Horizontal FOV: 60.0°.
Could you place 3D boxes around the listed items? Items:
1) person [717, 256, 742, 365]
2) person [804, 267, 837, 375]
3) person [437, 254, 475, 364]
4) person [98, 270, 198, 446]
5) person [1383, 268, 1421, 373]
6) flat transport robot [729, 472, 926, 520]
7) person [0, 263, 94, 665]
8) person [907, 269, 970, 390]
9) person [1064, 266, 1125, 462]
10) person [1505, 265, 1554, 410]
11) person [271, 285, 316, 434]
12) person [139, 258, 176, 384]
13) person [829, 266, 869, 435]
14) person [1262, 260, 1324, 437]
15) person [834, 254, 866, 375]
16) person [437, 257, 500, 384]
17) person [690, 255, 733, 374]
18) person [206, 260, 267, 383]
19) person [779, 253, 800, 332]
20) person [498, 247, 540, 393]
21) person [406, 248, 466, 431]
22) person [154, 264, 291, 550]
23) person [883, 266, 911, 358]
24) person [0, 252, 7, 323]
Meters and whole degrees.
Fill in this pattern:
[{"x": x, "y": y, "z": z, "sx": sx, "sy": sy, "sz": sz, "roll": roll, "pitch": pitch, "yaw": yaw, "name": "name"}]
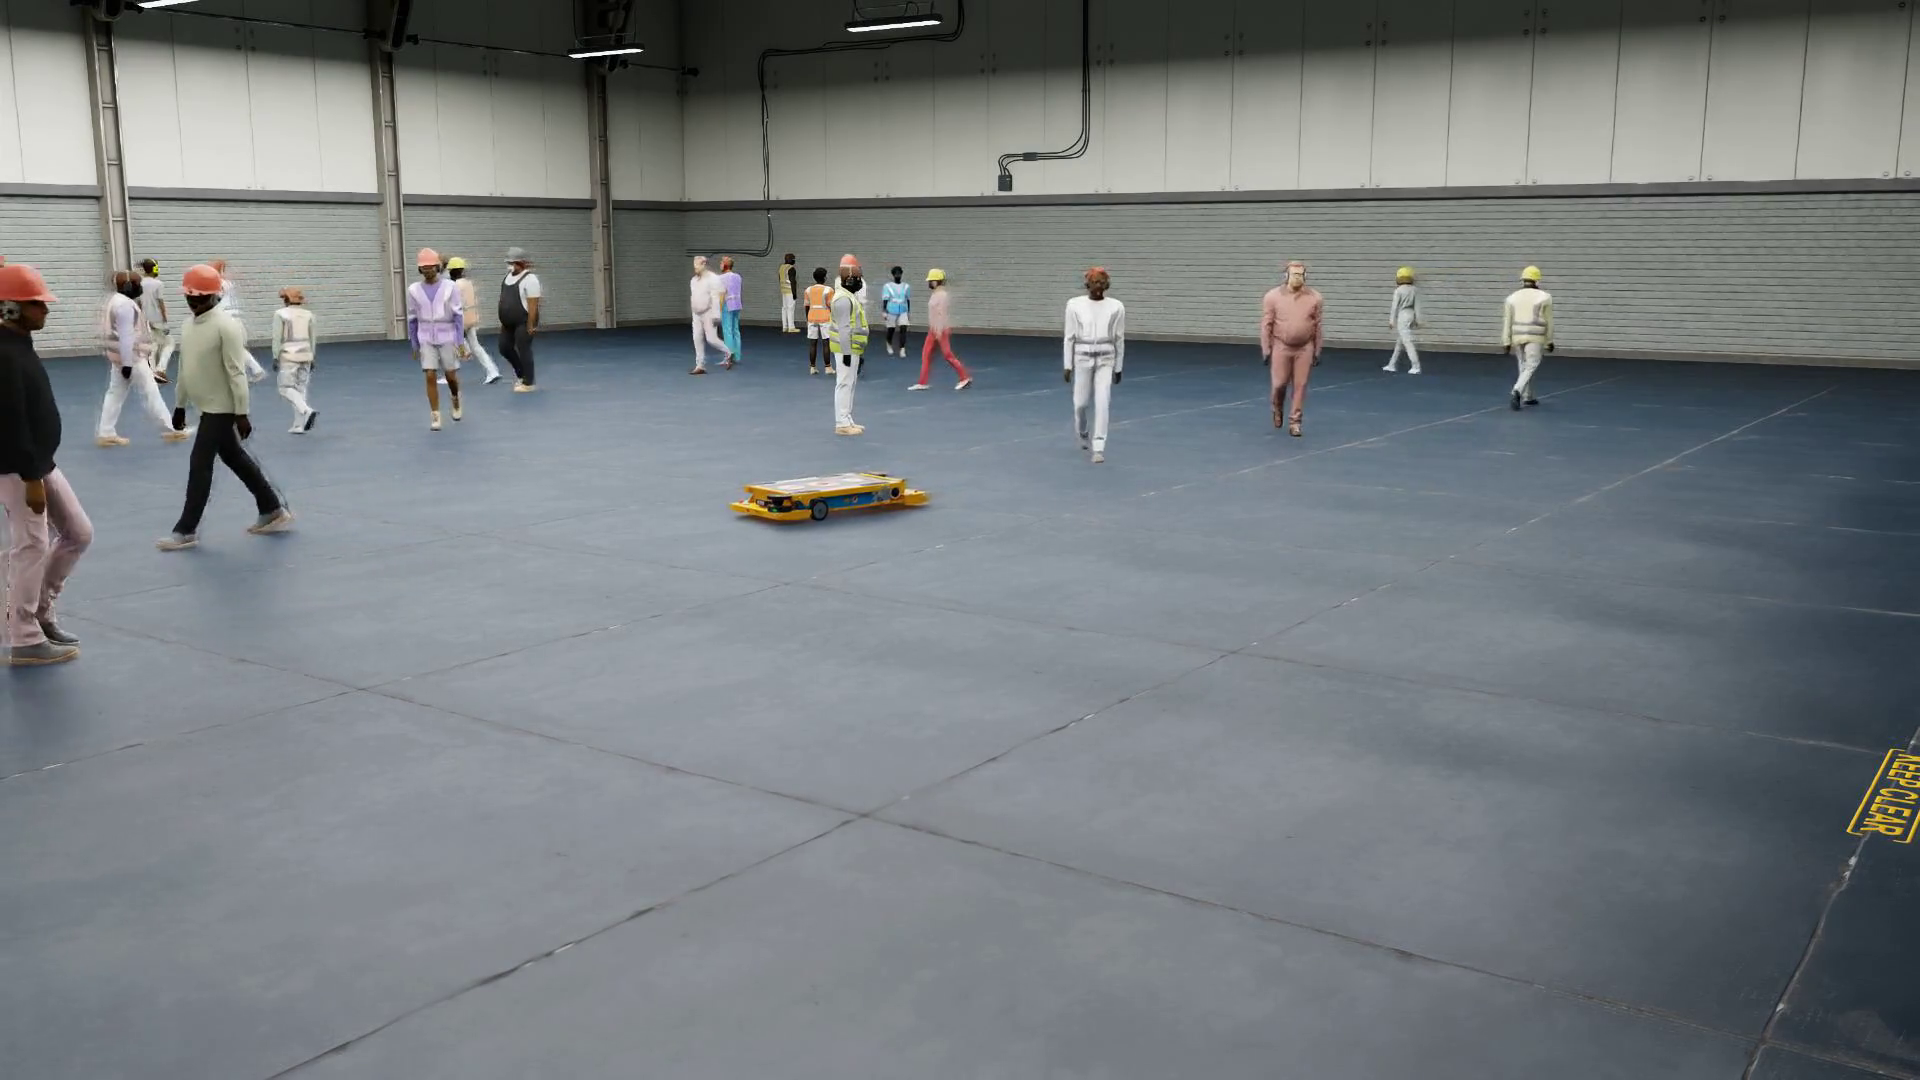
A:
[{"x": -3.925, "y": -3.897, "z": 28.353, "sx": 0.390, "sy": 1.850, "sz": 0.565, "roll": 5, "pitch": 11, "yaw": 28, "name": "person"}, {"x": -2.212, "y": -3.459, "z": 26.326, "sx": 0.535, "sy": 1.697, "sz": 0.322, "roll": 4, "pitch": 11, "yaw": 23, "name": "person"}, {"x": -8.868, "y": -4.014, "z": 28.896, "sx": 0.982, "sy": 1.903, "sz": 0.636, "roll": -9, "pitch": 13, "yaw": -41, "name": "person"}, {"x": -8.456, "y": -1.863, "z": 17.109, "sx": 0.949, "sy": 1.792, "sz": 0.642, "roll": -7, "pitch": 12, "yaw": -34, "name": "person"}, {"x": 7.161, "y": -3.534, "z": 26.777, "sx": 0.492, "sy": 1.687, "sz": 0.916, "roll": -7, "pitch": 12, "yaw": -33, "name": "person"}, {"x": -1.016, "y": -0.351, "z": 12.913, "sx": 1.431, "sy": 0.197, "sz": 0.652, "roll": -9, "pitch": 13, "yaw": -40, "name": "flat transport robot"}, {"x": -4.552, "y": -0.360, "z": 8.182, "sx": 0.460, "sy": 1.973, "sz": 0.643, "roll": -4, "pitch": 11, "yaw": -19, "name": "person"}, {"x": -0.270, "y": -2.977, "z": 23.543, "sx": 0.897, "sy": 1.723, "sz": 0.539, "roll": -4, "pitch": 11, "yaw": -20, "name": "person"}, {"x": 1.291, "y": -1.700, "z": 16.001, "sx": 0.586, "sy": 1.866, "sz": 0.716, "roll": 0, "pitch": 10, "yaw": 2, "name": "person"}, {"x": 7.114, "y": -2.536, "z": 20.872, "sx": 0.835, "sy": 1.809, "sz": 0.586, "roll": -9, "pitch": 14, "yaw": -42, "name": "person"}, {"x": -7.160, "y": -1.940, "z": 18.013, "sx": 0.517, "sy": 1.620, "sz": 0.553, "roll": 6, "pitch": 12, "yaw": 29, "name": "person"}, {"x": -11.858, "y": -3.217, "z": 24.531, "sx": 0.573, "sy": 1.850, "sz": 0.455, "roll": 4, "pitch": 11, "yaw": 20, "name": "person"}, {"x": -1.204, "y": -2.061, "z": 18.139, "sx": 0.430, "sy": 1.838, "sz": 0.630, "roll": 1, "pitch": 10, "yaw": 3, "name": "person"}, {"x": 3.609, "y": -2.078, "z": 18.038, "sx": 0.665, "sy": 1.890, "sz": 0.539, "roll": 1, "pitch": 10, "yaw": 4, "name": "person"}, {"x": -1.648, "y": -3.379, "z": 25.257, "sx": 0.573, "sy": 1.922, "sz": 0.639, "roll": 6, "pitch": 12, "yaw": 31, "name": "person"}, {"x": -7.267, "y": -3.218, "z": 24.483, "sx": 0.978, "sy": 1.883, "sz": 0.603, "roll": 2, "pitch": 10, "yaw": 10, "name": "person"}, {"x": -4.009, "y": -3.587, "z": 26.514, "sx": 0.661, "sy": 1.886, "sz": 0.697, "roll": 7, "pitch": 13, "yaw": 36, "name": "person"}, {"x": -10.780, "y": -3.198, "z": 24.481, "sx": 0.982, "sy": 1.845, "sz": 0.565, "roll": -8, "pitch": 13, "yaw": -37, "name": "person"}, {"x": -3.990, "y": -5.799, "z": 39.027, "sx": 0.429, "sy": 1.841, "sz": 0.633, "roll": -6, "pitch": 12, "yaw": -32, "name": "person"}, {"x": -6.160, "y": -3.070, "z": 23.185, "sx": 0.698, "sy": 2.000, "sz": 0.536, "roll": 8, "pitch": 13, "yaw": 38, "name": "person"}, {"x": -5.845, "y": -2.248, "z": 18.632, "sx": 0.637, "sy": 2.028, "sz": 0.674, "roll": -1, "pitch": 10, "yaw": -4, "name": "person"}, {"x": -5.128, "y": -0.936, "z": 11.529, "sx": 0.668, "sy": 1.935, "sz": 1.019, "roll": 8, "pitch": 13, "yaw": 39, "name": "person"}, {"x": -1.170, "y": -4.193, "z": 30.499, "sx": 0.540, "sy": 1.671, "sz": 0.740, "roll": -3, "pitch": 11, "yaw": -16, "name": "person"}, {"x": -16.497, "y": -3.958, "z": 28.434, "sx": 0.607, "sy": 1.955, "sz": 1.005, "roll": 8, "pitch": 13, "yaw": 38, "name": "person"}]
